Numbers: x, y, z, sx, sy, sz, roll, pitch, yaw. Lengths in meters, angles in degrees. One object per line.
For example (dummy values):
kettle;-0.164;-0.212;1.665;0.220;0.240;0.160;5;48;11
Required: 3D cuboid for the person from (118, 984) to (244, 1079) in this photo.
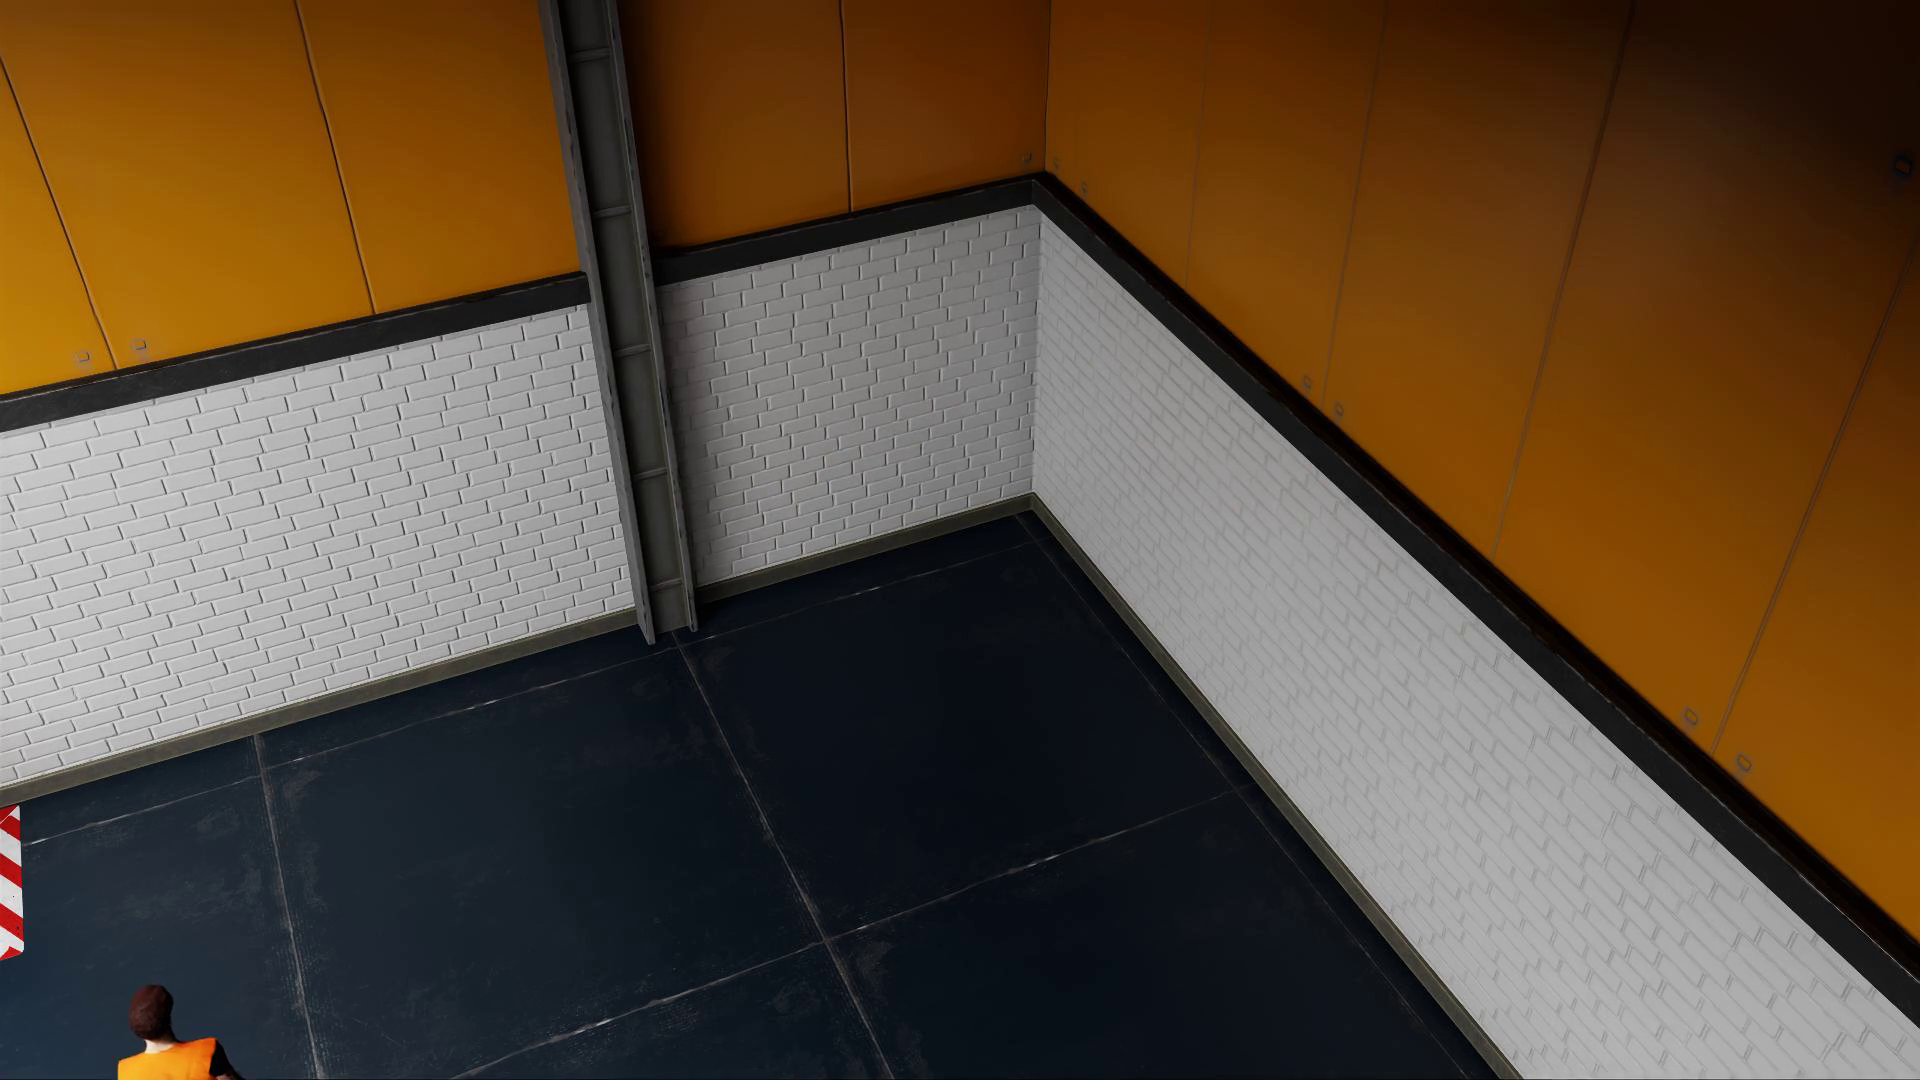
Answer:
person;-3.756;2.969;8.250;0.768;1.868;0.716;-14;41;-17
